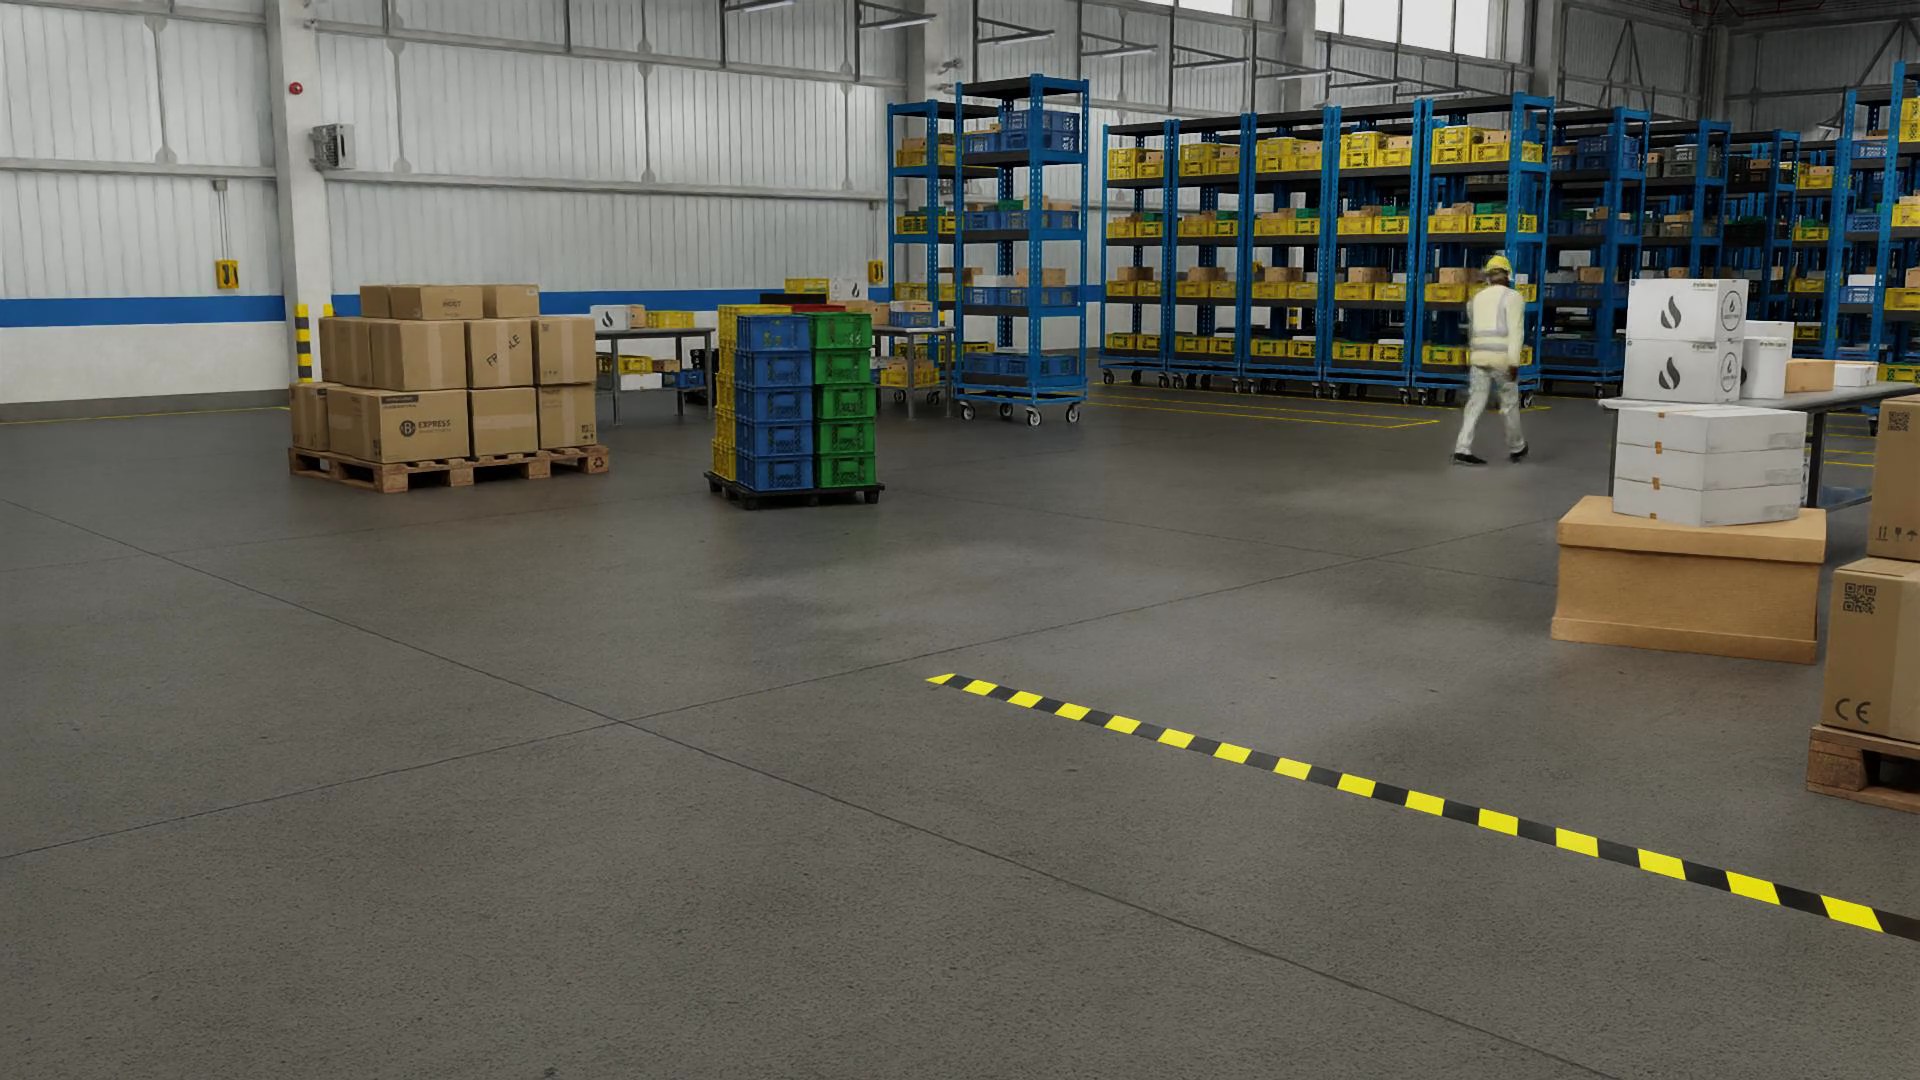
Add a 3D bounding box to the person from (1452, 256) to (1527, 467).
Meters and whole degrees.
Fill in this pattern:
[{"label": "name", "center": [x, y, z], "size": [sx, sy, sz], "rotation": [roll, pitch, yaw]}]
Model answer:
[{"label": "person", "center": [4.512, -1.496, 13.970], "size": [0.919, 1.758, 0.645], "rotation": [-6, 11, -34]}]
